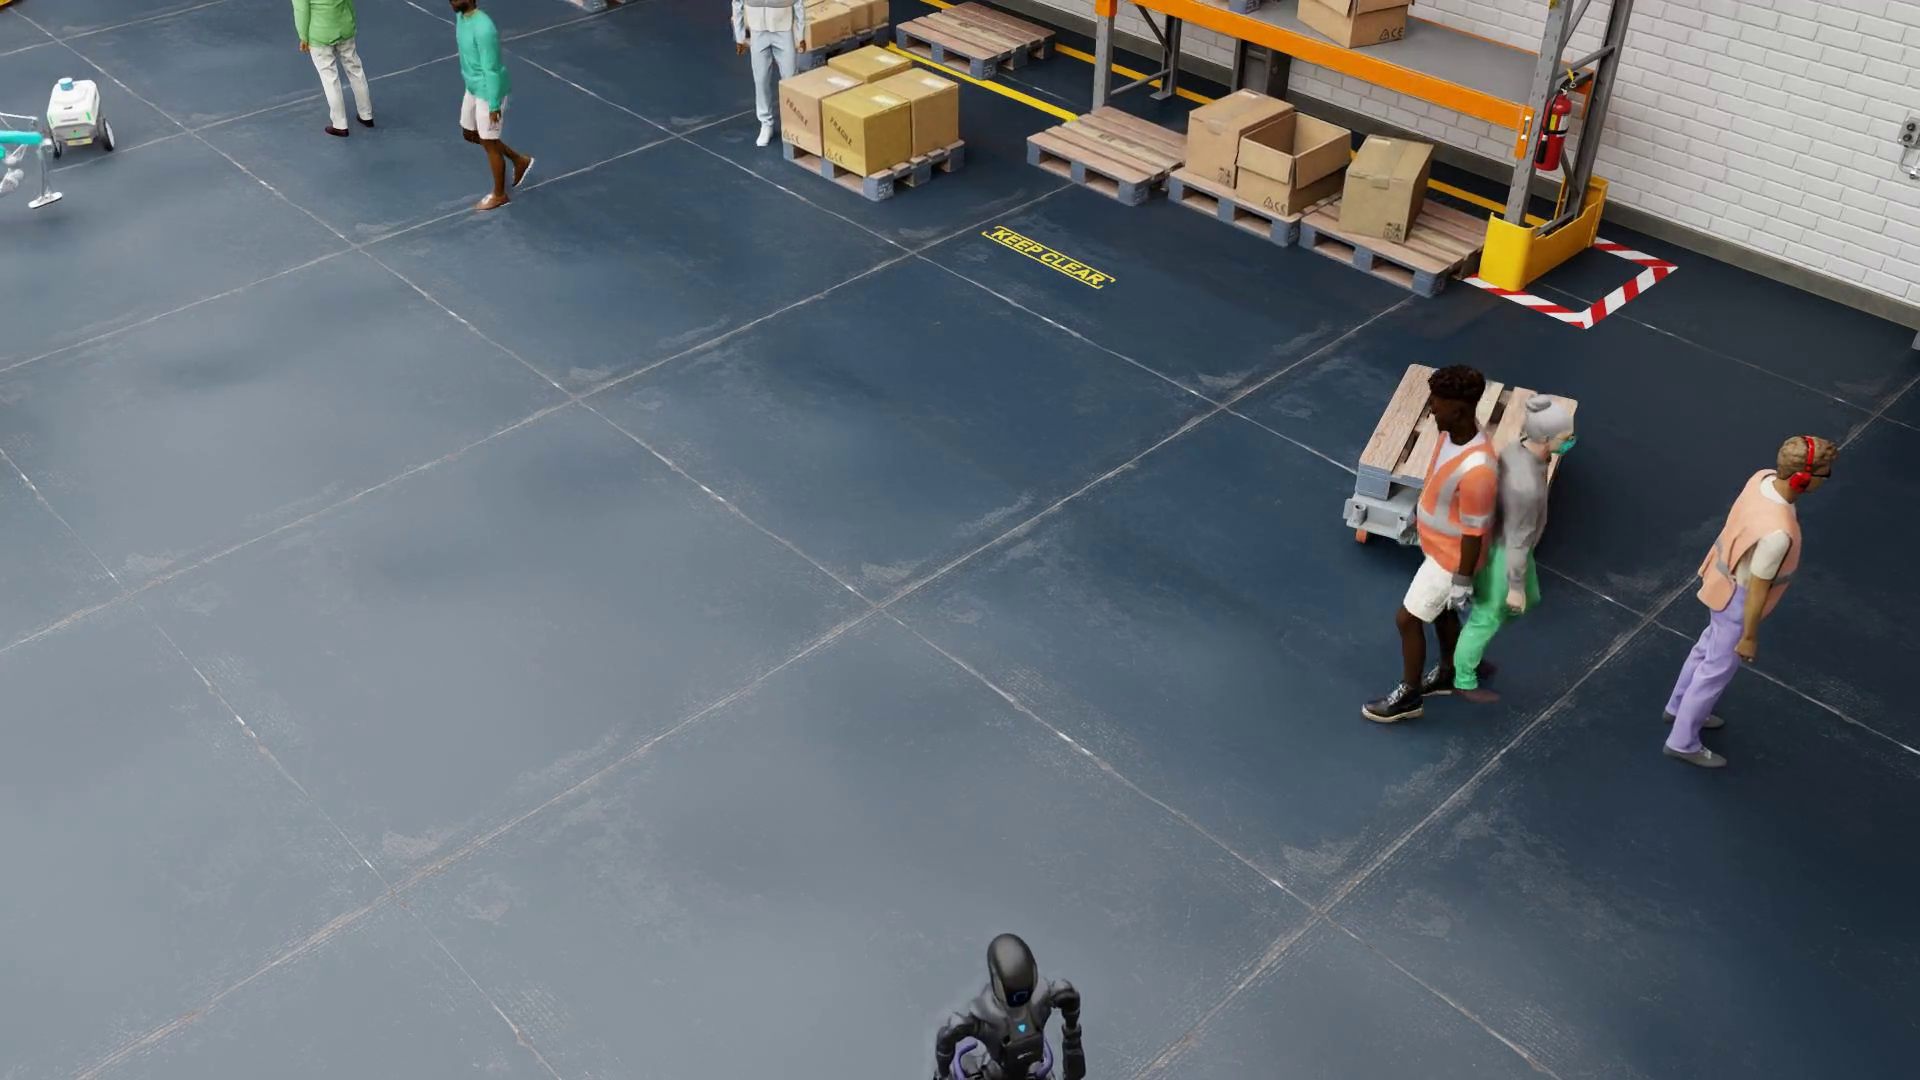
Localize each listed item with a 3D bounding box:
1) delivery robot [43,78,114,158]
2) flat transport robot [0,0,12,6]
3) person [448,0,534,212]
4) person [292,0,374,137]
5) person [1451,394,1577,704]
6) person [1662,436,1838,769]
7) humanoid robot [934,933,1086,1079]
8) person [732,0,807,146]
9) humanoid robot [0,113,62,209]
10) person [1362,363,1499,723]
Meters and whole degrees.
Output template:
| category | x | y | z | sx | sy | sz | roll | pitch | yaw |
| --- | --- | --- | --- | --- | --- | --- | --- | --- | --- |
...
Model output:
| category | x | y | z | sx | sy | sz | roll | pitch | yaw |
| --- | --- | --- | --- | --- | --- | --- | --- | --- | --- |
| delivery robot | -7.465 | -3.587 | 14.045 | 0.499 | 0.594 | 0.769 | -12 | 39 | -15 |
| flat transport robot | -10.320 | -5.658 | 17.024 | 1.431 | 0.231 | 0.659 | 12 | 39 | 15 |
| person | -3.644 | -3.433 | 12.773 | 0.488 | 1.838 | 0.518 | -22 | 42 | -26 |
| person | -5.298 | -4.272 | 13.935 | 0.385 | 1.780 | 0.539 | 27 | 45 | 31 |
| person | 2.700 | 0.070 | 8.145 | 0.409 | 1.830 | 0.532 | 13 | 39 | 17 |
| person | 3.669 | 0.288 | 7.856 | 0.380 | 1.838 | 0.565 | 11 | 39 | 15 |
| humanoid robot | 0.153 | 1.919 | 5.883 | 0.593 | 1.648 | 0.760 | -14 | 39 | -18 |
| person | -1.562 | -4.200 | 13.737 | 0.600 | 1.907 | 0.398 | 1 | 37 | 2 |
| humanoid robot | -7.300 | -3.190 | 12.550 | 0.970 | 1.734 | 0.530 | -24 | 43 | -28 |
| person | 2.316 | 0.028 | 8.127 | 0.667 | 1.927 | 0.635 | 3 | 37 | 4 |
